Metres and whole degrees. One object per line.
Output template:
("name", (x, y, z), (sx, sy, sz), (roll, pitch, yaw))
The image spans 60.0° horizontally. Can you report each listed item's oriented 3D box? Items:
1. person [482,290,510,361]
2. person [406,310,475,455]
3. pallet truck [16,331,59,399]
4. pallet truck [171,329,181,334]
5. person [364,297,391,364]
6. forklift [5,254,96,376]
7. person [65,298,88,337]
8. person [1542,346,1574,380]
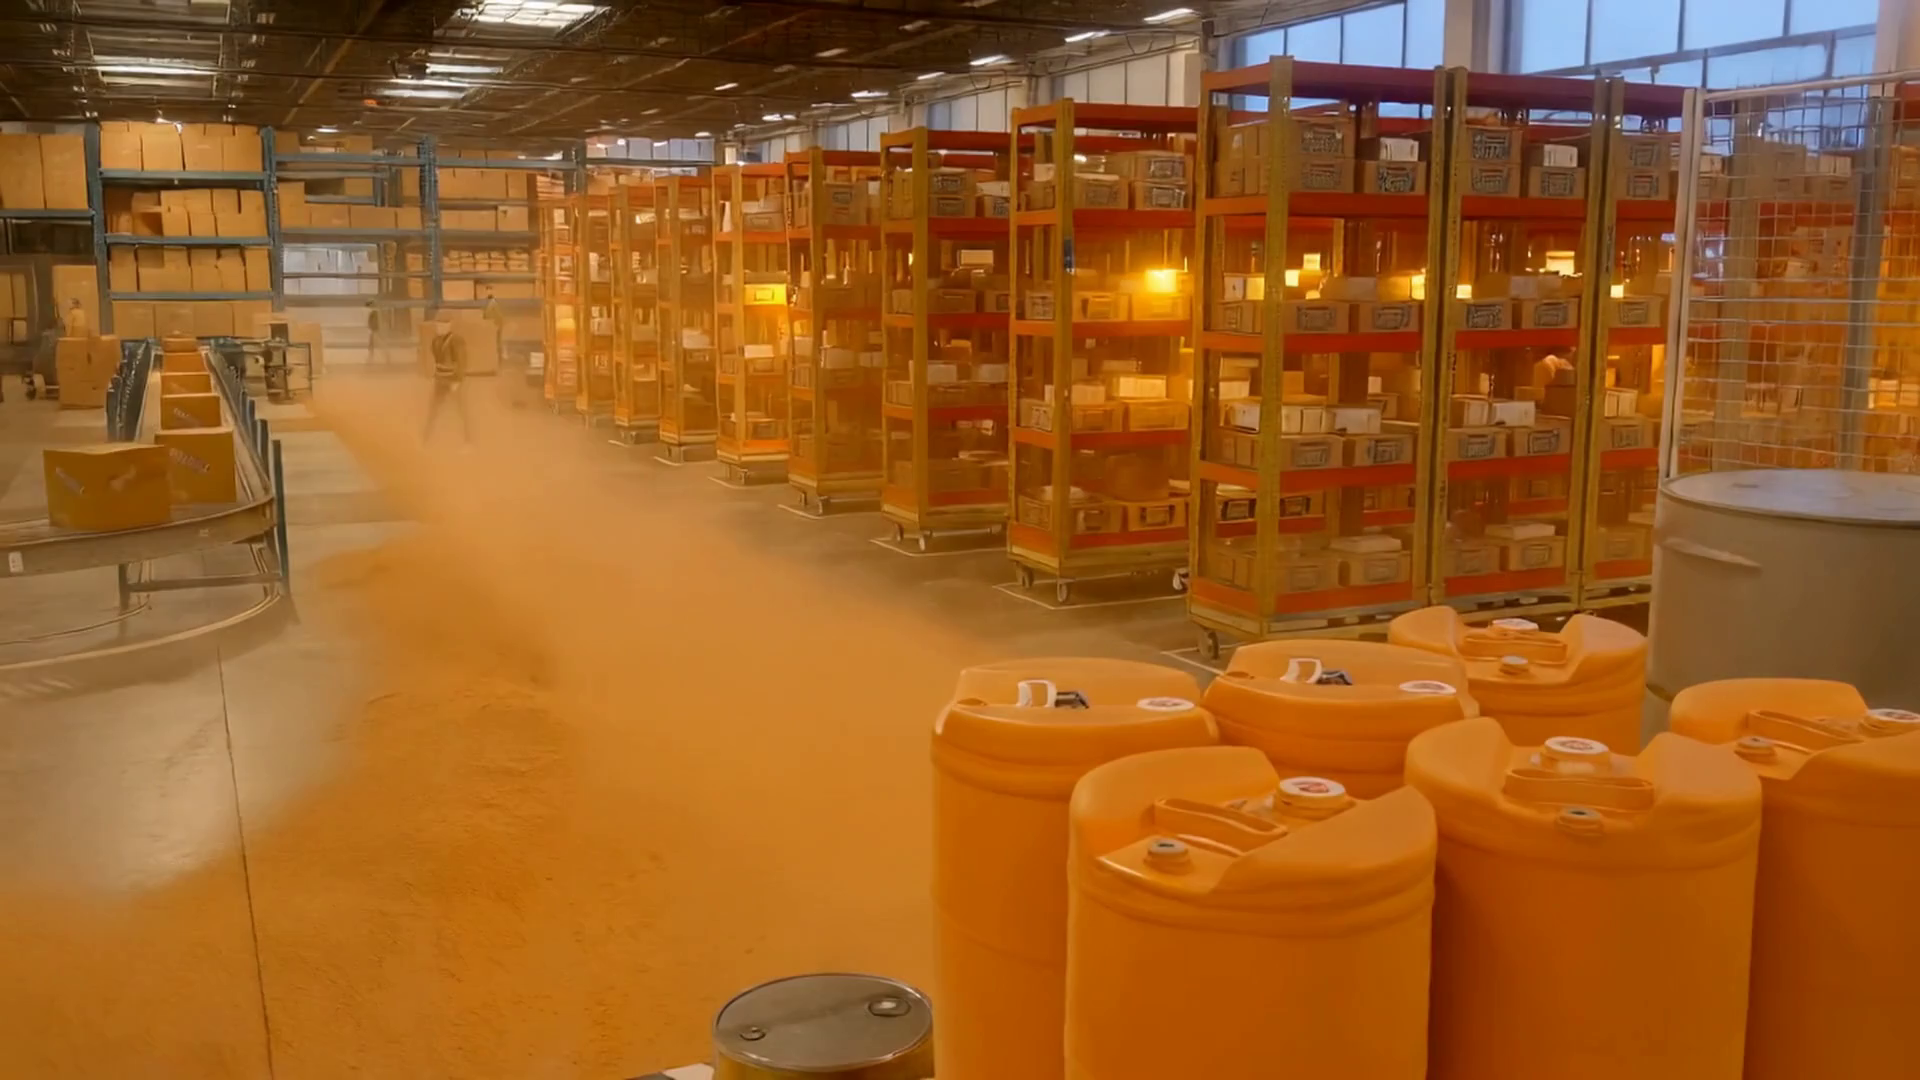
("person", (-12.684, -5.789, 44.944), (1.050, 1.941, 0.634), (-4, 10, -24))
("person", (-6.811, -2.051, 21.844), (0.620, 1.891, 0.993), (5, 10, 29))
("pallet truck", (-17.082, -3.353, 31.781), (1.630, 1.274, 0.653), (-4, 10, -25))
("pallet truck", (-17.275, -3.851, 35.096), (1.601, 1.201, 0.680), (0, 9, 1))
("person", (-15.269, -5.469, 43.483), (0.618, 1.749, 0.538), (-4, 10, -23))
("forklift", (-21.124, -5.229, 38.529), (1.873, 2.768, 1.129), (-4, 10, -25))
("person", (-20.248, -4.636, 38.136), (0.405, 1.823, 0.591), (3, 10, 16))
("person", (5.989, -1.202, 16.760), (0.395, 1.841, 0.564), (9, 13, 44))
